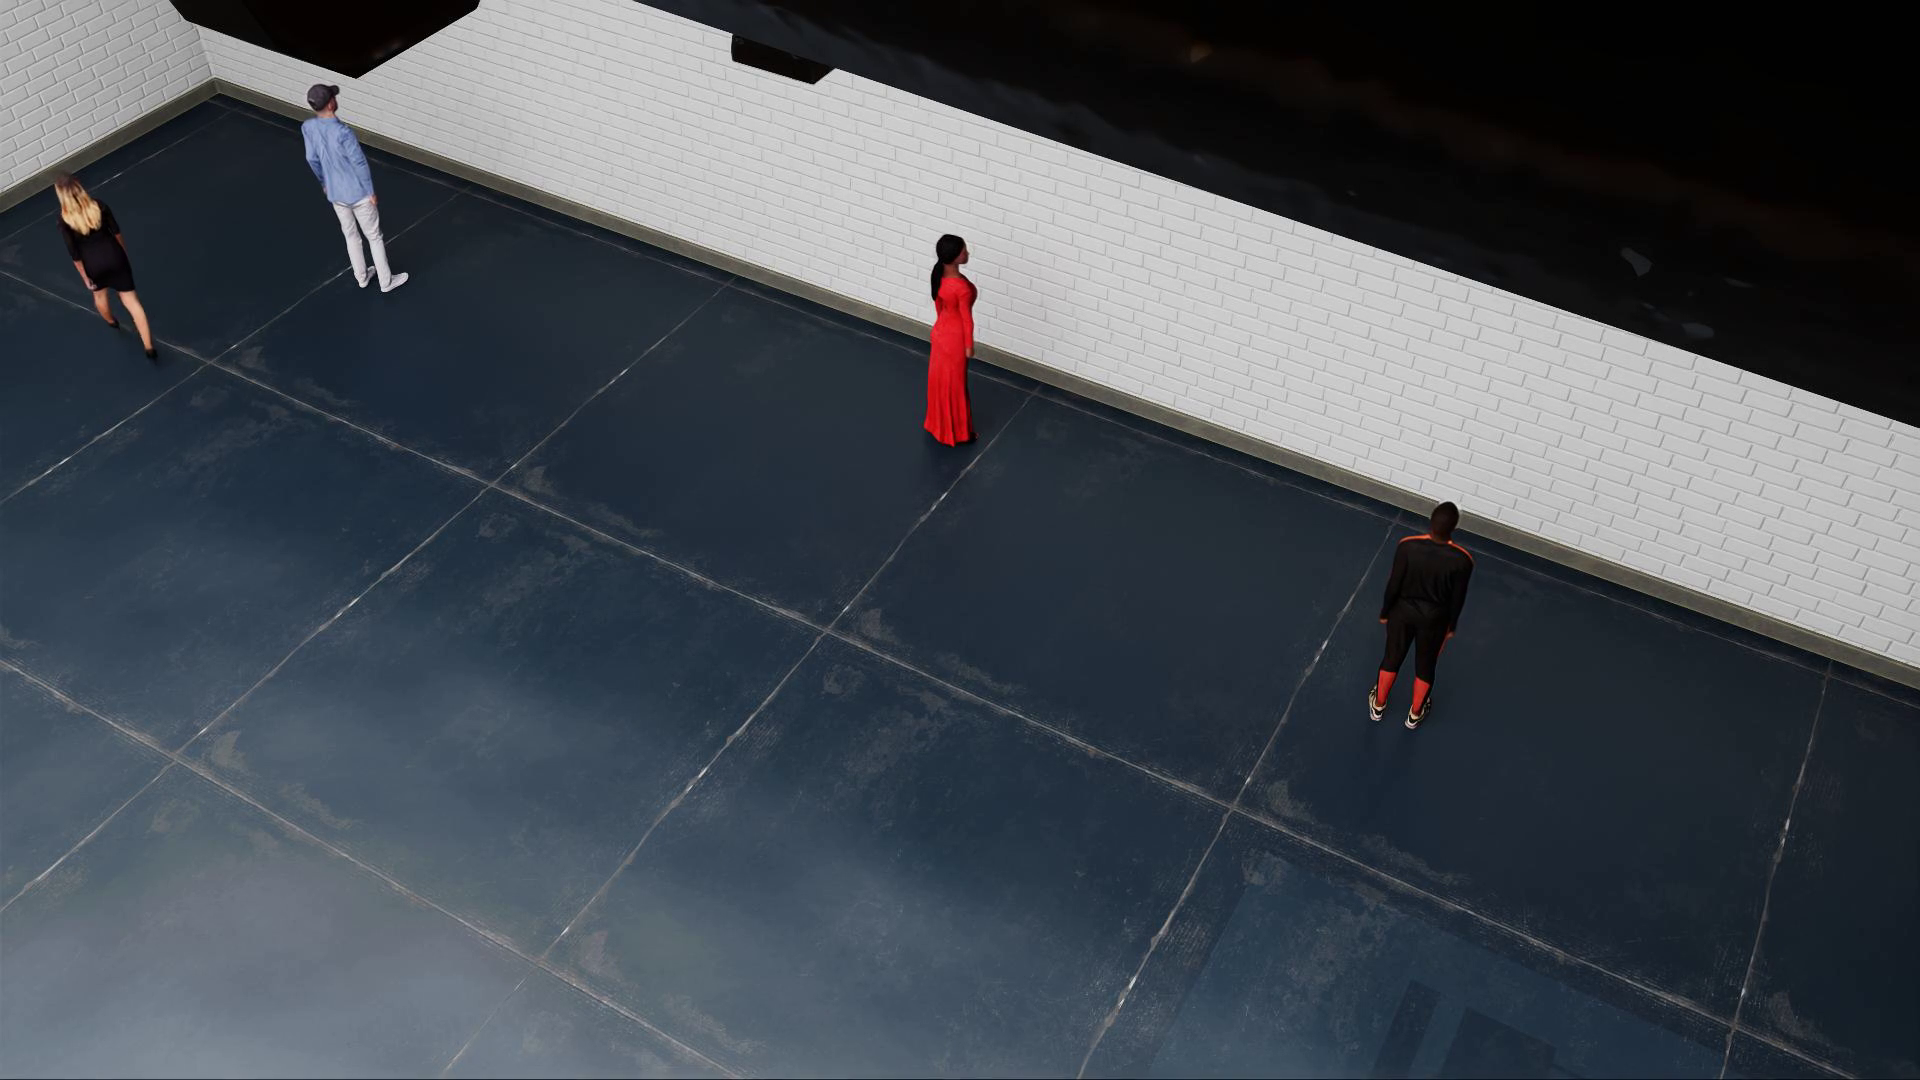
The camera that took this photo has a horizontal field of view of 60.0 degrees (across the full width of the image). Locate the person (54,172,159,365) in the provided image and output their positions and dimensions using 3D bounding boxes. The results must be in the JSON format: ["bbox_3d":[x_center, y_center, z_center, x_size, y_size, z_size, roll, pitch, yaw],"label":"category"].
[{"bbox_3d":[-6.657,-2.093,13.036,1.046,1.633,0.894,-28,50,-26],"label":"person"}]

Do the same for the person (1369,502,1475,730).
[{"bbox_3d":[2.828,0.462,10.227,0.645,1.808,0.572,17,46,17],"label":"person"}]

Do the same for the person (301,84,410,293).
[{"bbox_3d":[-5.028,-2.892,13.689,0.698,1.888,0.622,13,45,14],"label":"person"}]

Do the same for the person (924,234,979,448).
[{"bbox_3d":[-0.074,-1.465,12.274,0.762,1.784,0.741,-22,48,-22],"label":"person"}]
